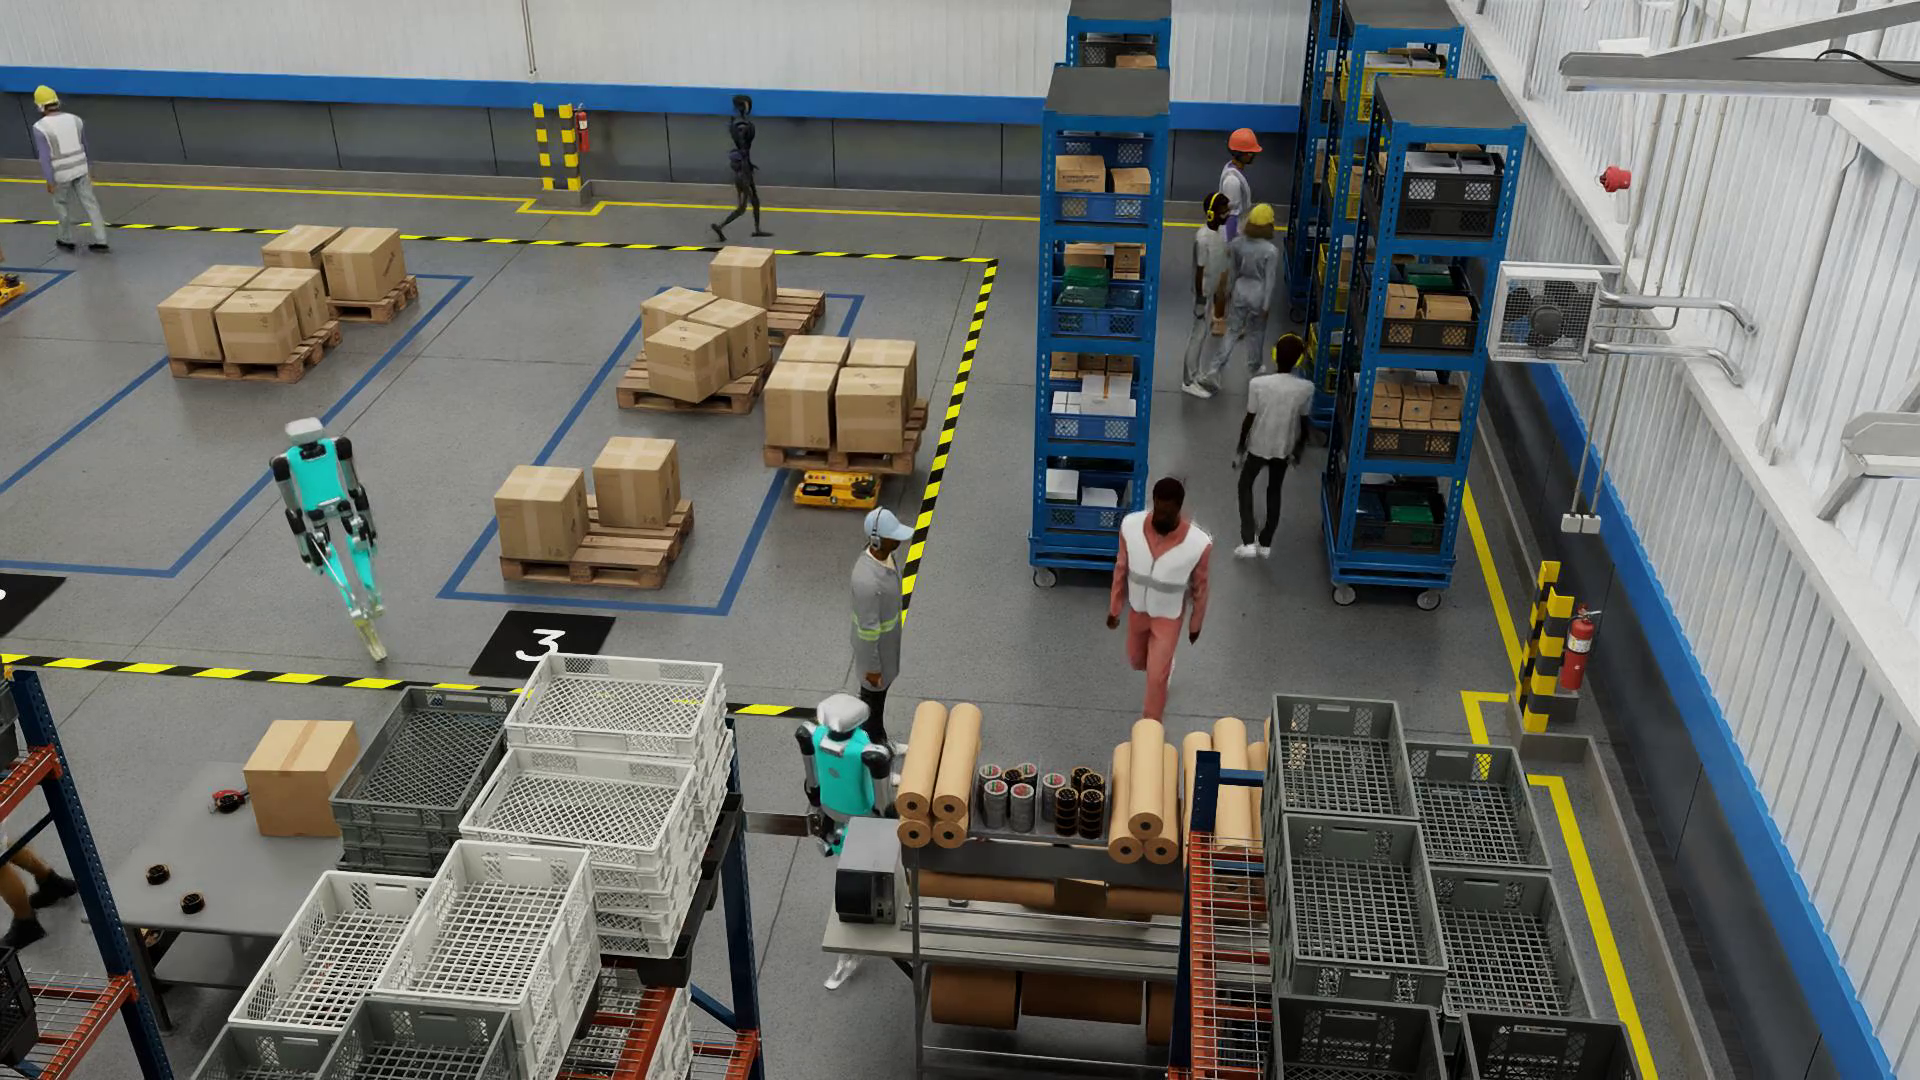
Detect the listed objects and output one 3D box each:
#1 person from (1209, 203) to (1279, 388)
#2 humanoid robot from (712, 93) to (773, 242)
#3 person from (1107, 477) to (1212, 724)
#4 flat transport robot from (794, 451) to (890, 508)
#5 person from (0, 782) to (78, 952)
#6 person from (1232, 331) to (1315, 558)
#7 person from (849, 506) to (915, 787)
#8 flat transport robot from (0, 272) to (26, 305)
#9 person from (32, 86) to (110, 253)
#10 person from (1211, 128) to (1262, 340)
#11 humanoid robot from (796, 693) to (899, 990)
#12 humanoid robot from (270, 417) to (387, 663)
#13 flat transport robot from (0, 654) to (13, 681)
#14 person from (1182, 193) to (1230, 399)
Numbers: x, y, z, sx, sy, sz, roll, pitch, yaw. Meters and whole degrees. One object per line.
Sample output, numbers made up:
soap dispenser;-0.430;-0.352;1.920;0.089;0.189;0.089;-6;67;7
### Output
person;2.589;-2.183;14.988;0.497;1.715;0.765;21;36;32
humanoid robot;-2.446;-4.112;18.370;0.603;1.661;0.612;-2;30;-4
person;1.246;0.414;10.350;0.591;1.891;0.811;17;34;27
flat transport robot;-0.927;-0.707;13.860;0.652;0.197;1.431;3;30;6
person;-5.107;1.350;8.732;0.580;1.917;0.579;-20;36;-30
person;2.274;-0.679;12.260;0.545;1.851;0.440;-1;30;-1
person;-0.458;0.619;10.037;0.397;1.852;0.589;6;31;9
flat transport robot;-10.470;-2.574;17.067;1.431;0.197;0.652;3;30;6
person;-9.706;-3.995;17.998;0.774;1.810;0.633;15;33;23
person;2.639;-2.945;15.970;0.371;2.042;0.613;5;31;8
humanoid robot;-0.431;1.453;8.786;0.541;1.782;1.034;16;34;25
humanoid robot;-4.093;0.068;11.077;0.537;1.729;0.958;-23;37;-33
flat transport robot;-7.142;0.969;11.010;1.431;0.231;0.659;3;30;6
person;2.212;-2.200;14.861;0.326;1.870;0.511;12;32;20
